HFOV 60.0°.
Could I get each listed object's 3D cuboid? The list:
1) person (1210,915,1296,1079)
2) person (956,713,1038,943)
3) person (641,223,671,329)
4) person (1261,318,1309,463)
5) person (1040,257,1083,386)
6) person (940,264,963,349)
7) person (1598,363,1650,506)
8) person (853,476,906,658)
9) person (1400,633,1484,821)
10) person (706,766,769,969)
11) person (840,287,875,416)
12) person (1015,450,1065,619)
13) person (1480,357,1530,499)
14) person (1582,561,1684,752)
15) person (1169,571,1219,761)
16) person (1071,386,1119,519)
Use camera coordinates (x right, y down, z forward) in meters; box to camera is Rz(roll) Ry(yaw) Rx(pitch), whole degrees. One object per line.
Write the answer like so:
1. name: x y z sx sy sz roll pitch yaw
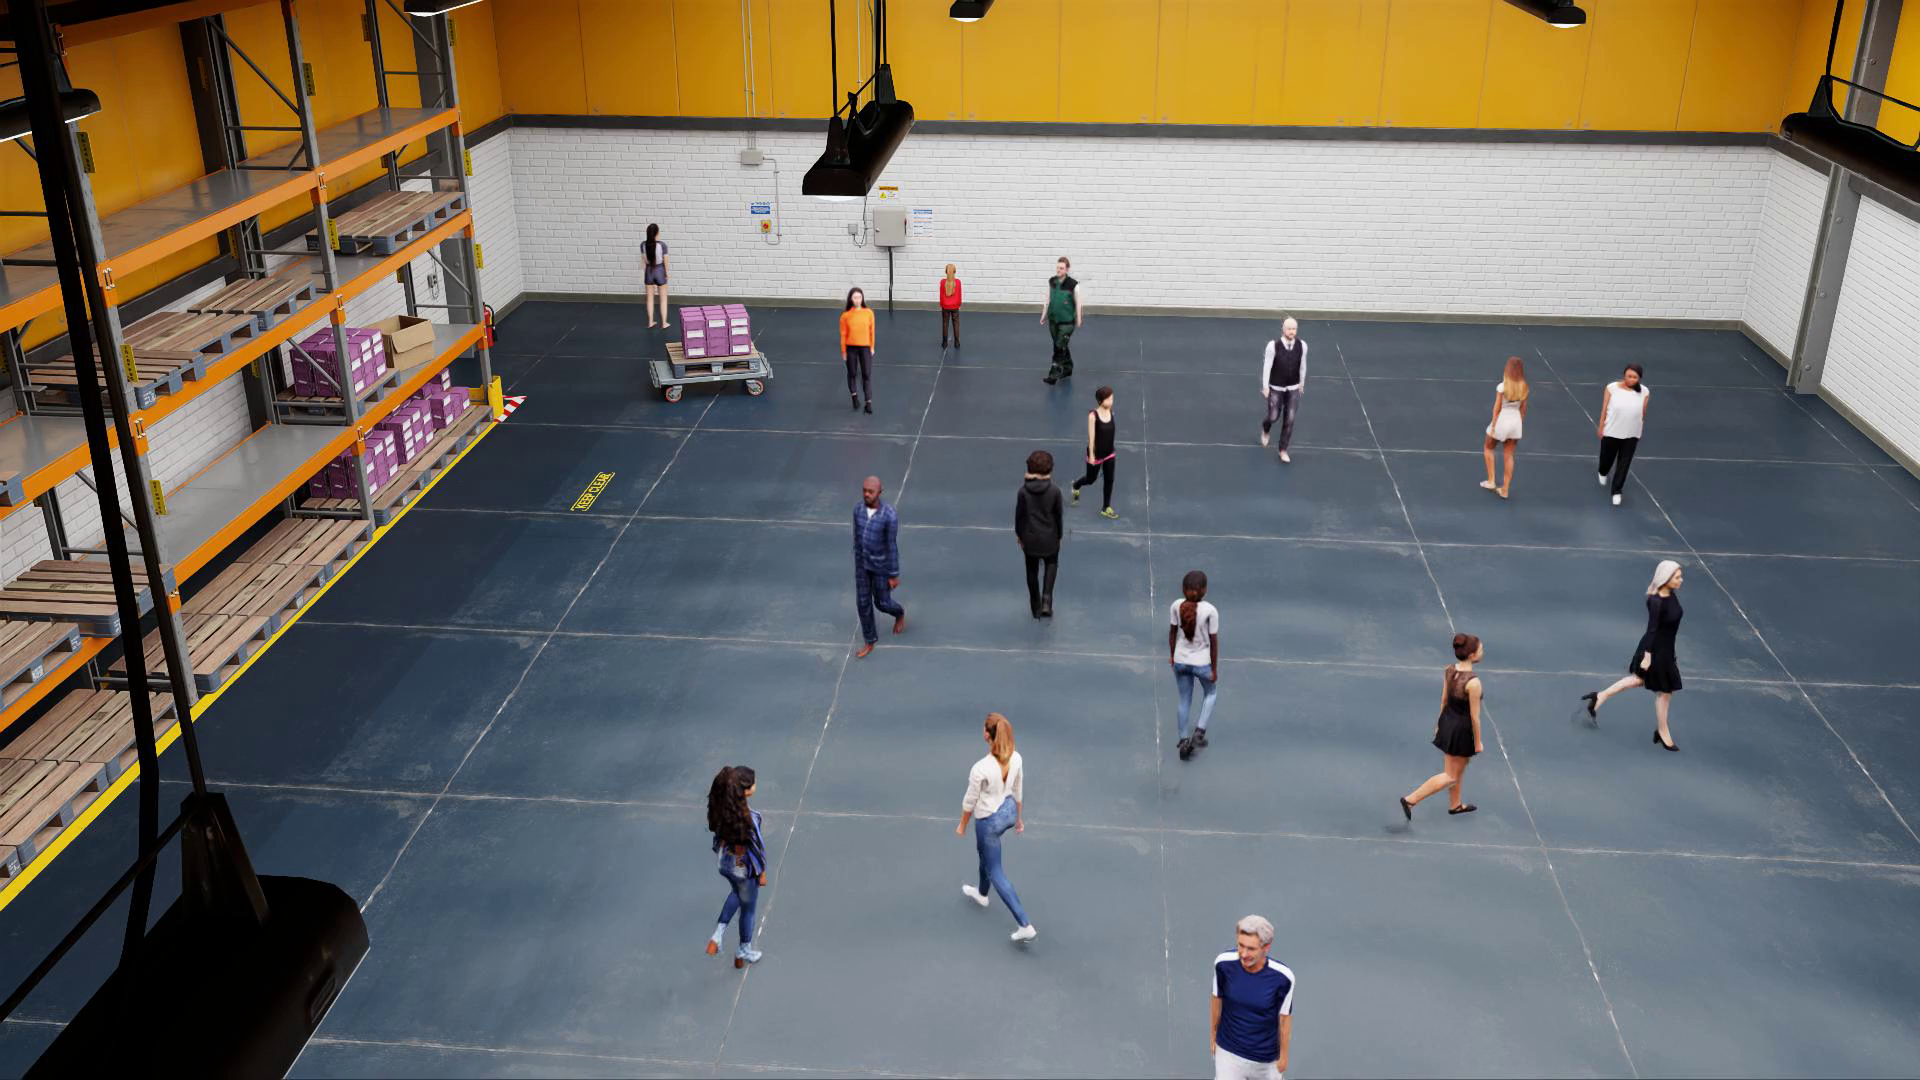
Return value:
1. person: 1.716 2.914 9.728 0.805 1.826 0.980 10 25 21
2. person: 0.301 2.067 11.838 1.097 1.689 1.118 -22 32 -40
3. person: -4.775 -4.142 26.095 0.591 1.646 0.507 3 24 7
4. person: 4.027 -1.899 20.758 0.816 1.811 0.969 -4 24 -9
5. person: 1.495 -3.127 23.572 1.006 1.806 1.140 20 30 38
6. person: -0.146 -3.550 25.196 0.513 1.282 0.524 -2 24 -5
7. person: 7.777 -1.287 19.537 0.762 1.666 0.979 6 24 14
8. person: -0.787 0.210 15.946 0.884 1.800 1.067 12 27 26
9. person: 3.848 1.523 13.124 0.795 1.654 0.962 -5 24 -11
10. person: -1.578 2.280 11.442 0.781 1.614 0.836 20 30 38
11. person: -1.397 -2.558 22.389 0.846 1.712 1.147 -5 24 -12
12. person: 0.799 -0.012 16.490 0.632 1.772 0.631 2 24 4
13. person: 6.453 -1.291 19.536 0.674 1.674 0.732 -4 24 -9
14. person: 5.898 0.968 14.317 0.998 1.716 1.099 16 28 32
15. person: 1.948 1.084 14.055 0.724 1.713 0.753 11 26 24
16. person: 1.565 -1.031 19.114 0.873 1.536 0.973 -16 28 -32
